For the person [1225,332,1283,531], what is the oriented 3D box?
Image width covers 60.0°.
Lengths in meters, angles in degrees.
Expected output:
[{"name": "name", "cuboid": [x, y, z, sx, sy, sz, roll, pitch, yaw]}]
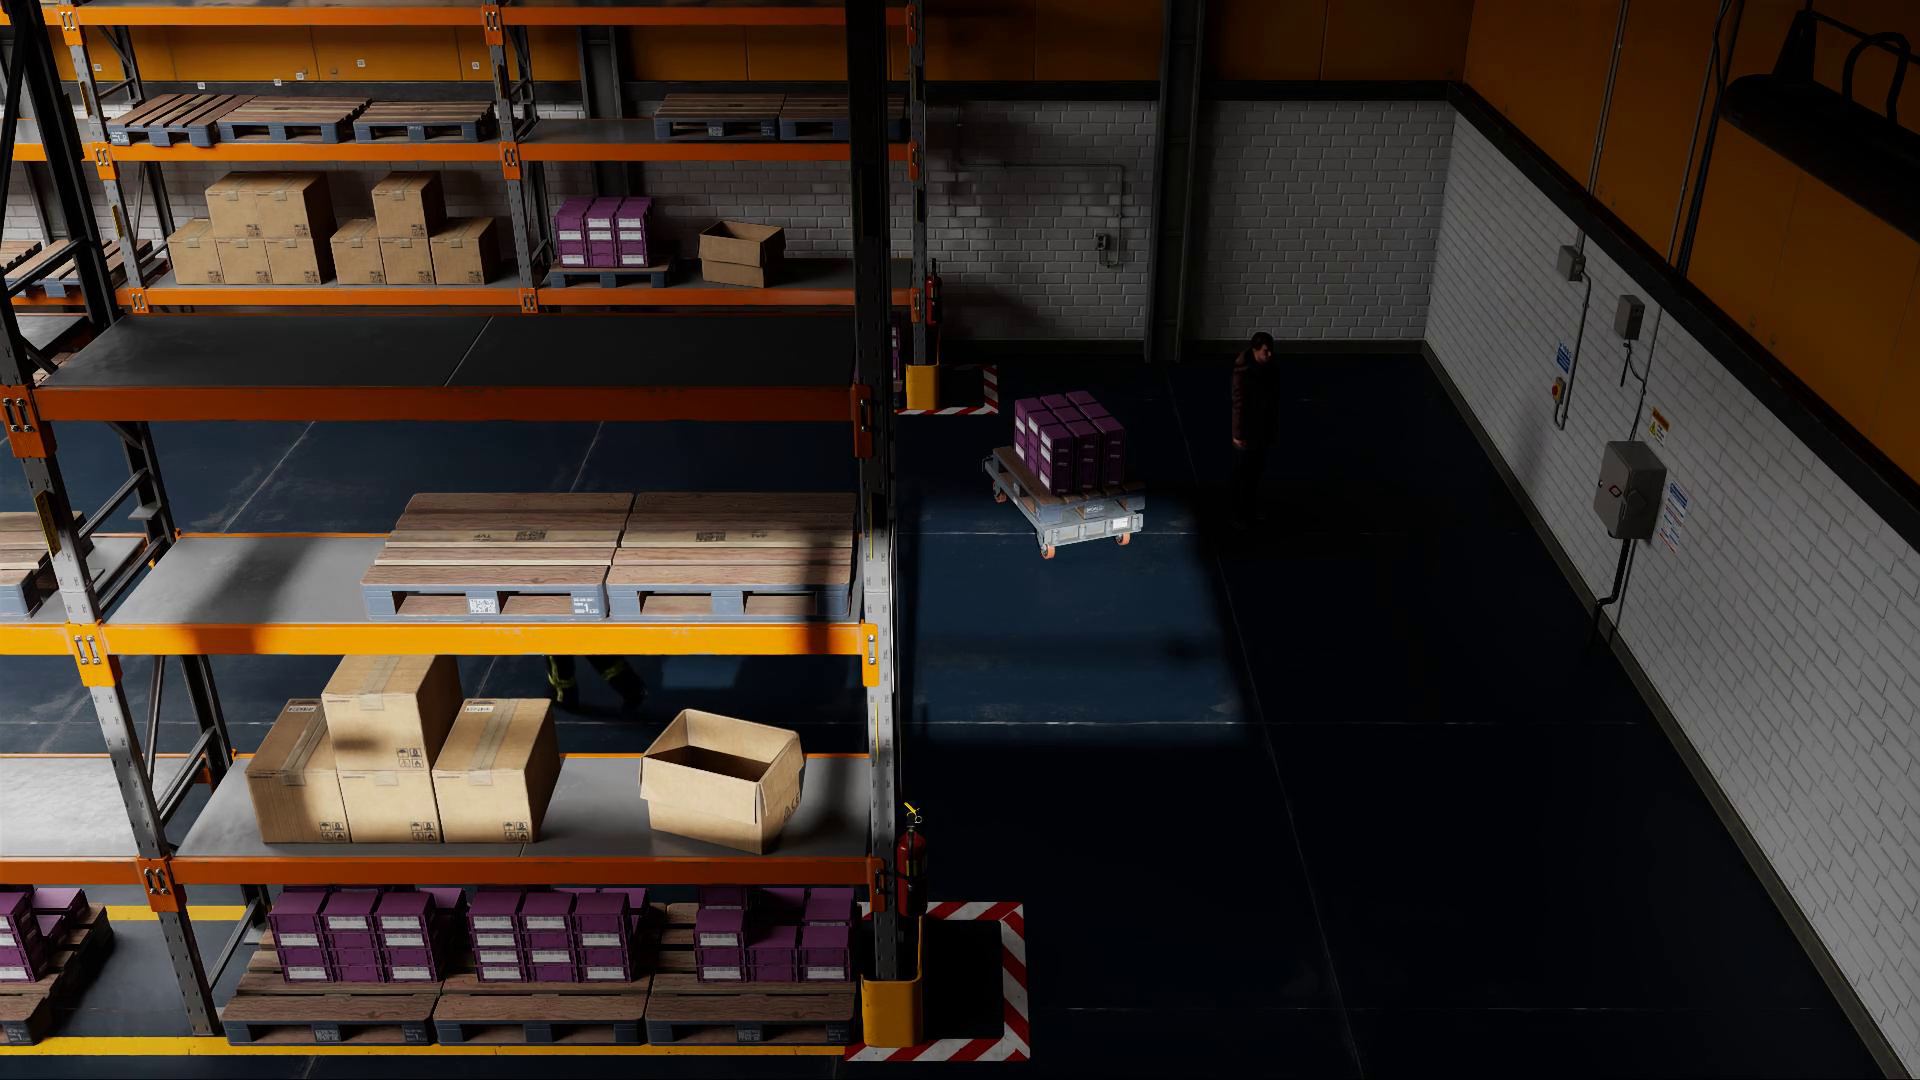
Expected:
[{"name": "person", "cuboid": [2.639, -1.007, 14.930, 0.860, 1.846, 0.935, -23, 36, -35]}]
